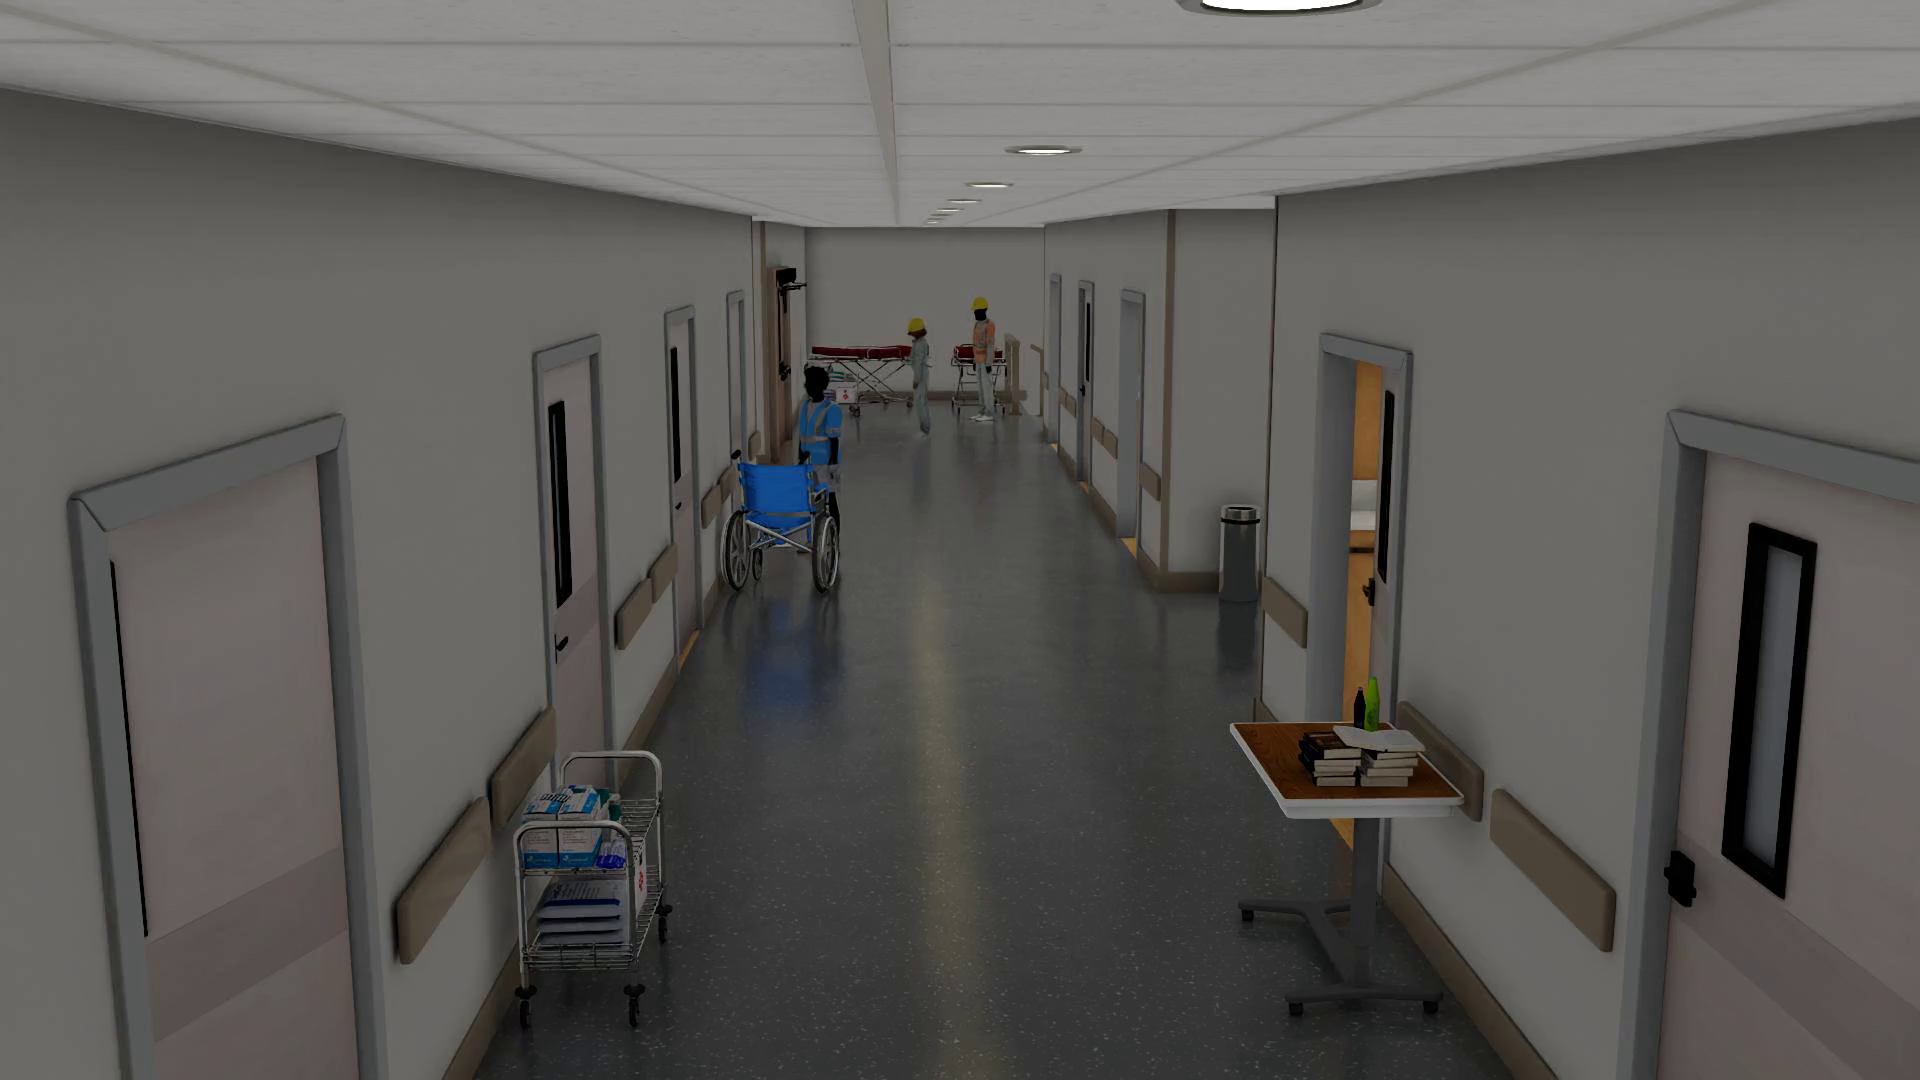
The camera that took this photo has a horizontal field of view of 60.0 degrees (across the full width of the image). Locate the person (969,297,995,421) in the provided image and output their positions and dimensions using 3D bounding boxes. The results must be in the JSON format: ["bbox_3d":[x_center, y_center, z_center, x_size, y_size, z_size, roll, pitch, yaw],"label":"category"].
[{"bbox_3d":[0.342,-2.798,25.797,0.393,1.918,0.585,-4,11,-22],"label":"person"}]

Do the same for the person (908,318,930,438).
[{"bbox_3d":[-0.580,-2.313,23.699,0.310,1.708,0.669,0,10,0],"label":"person"}]

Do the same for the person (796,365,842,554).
[{"bbox_3d":[-1.241,-0.692,14.687,0.319,1.698,0.536,-9,14,-41],"label":"person"}]
